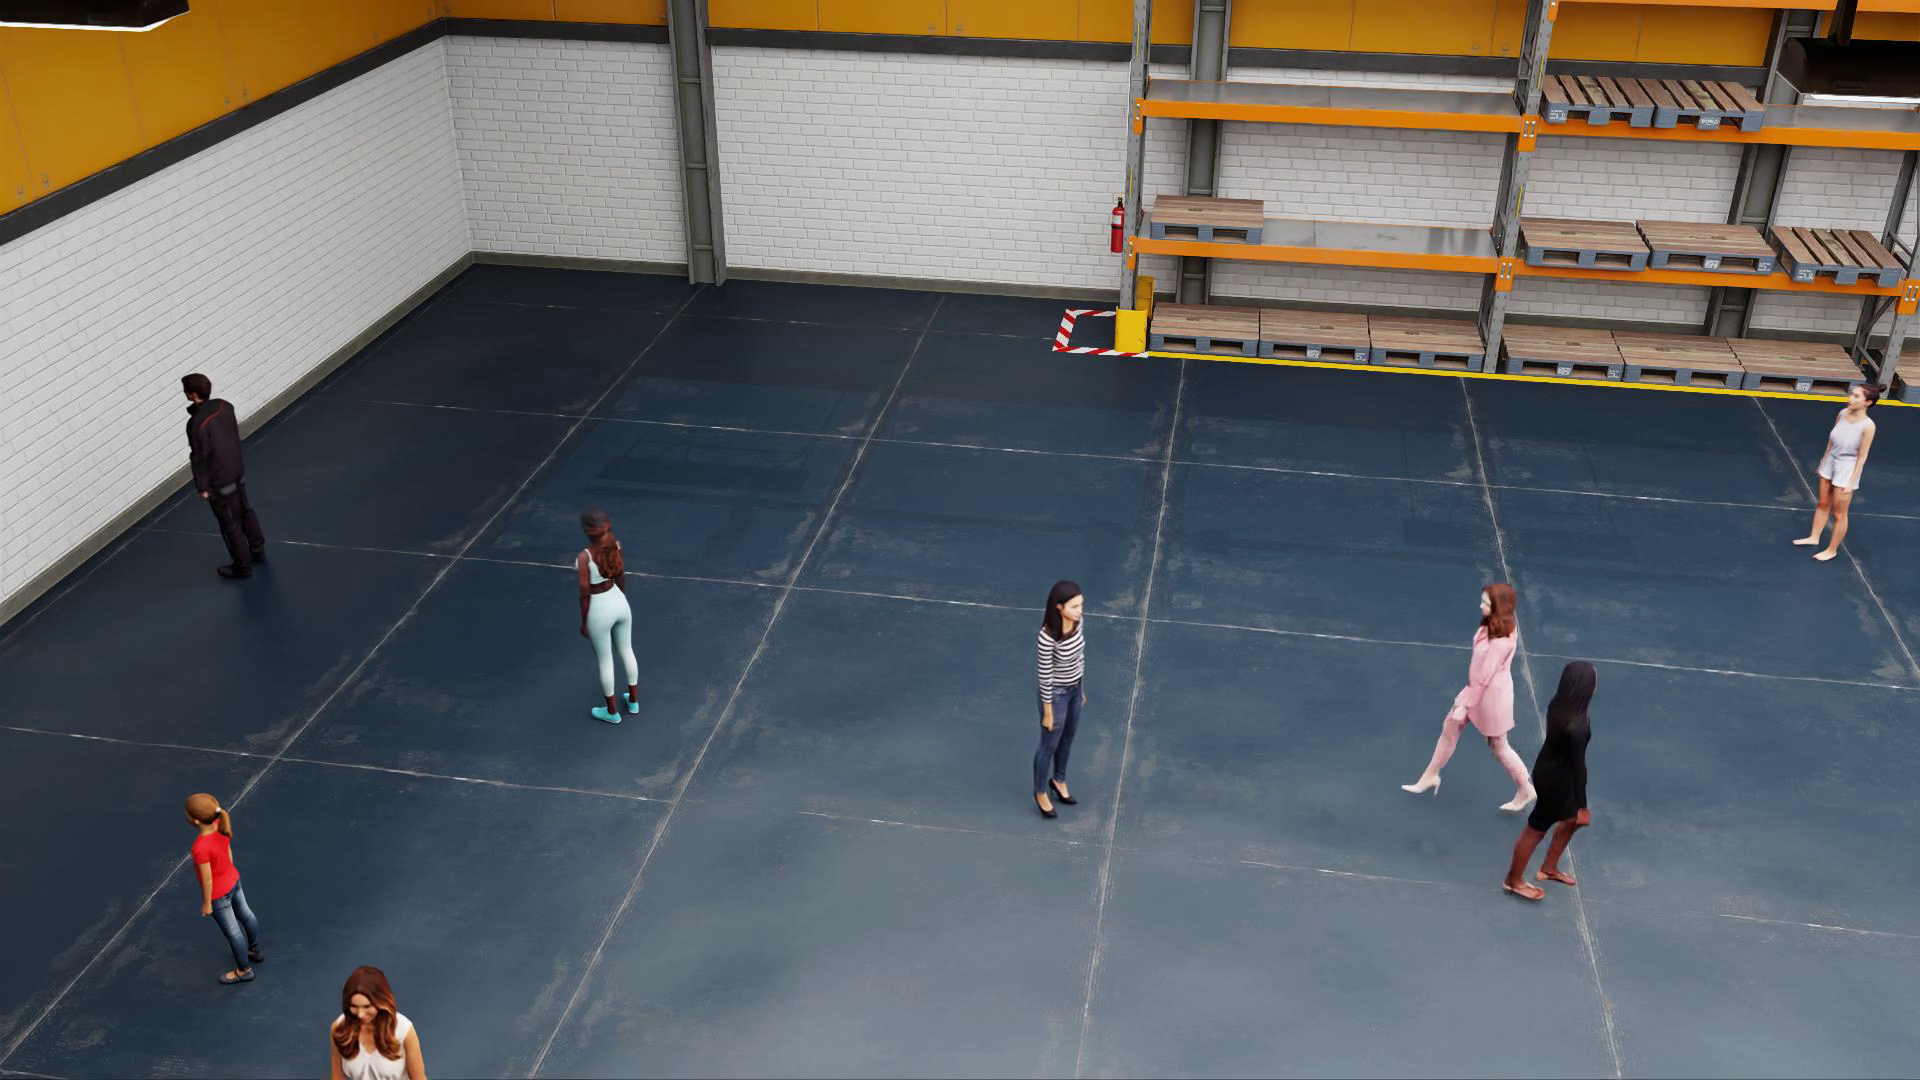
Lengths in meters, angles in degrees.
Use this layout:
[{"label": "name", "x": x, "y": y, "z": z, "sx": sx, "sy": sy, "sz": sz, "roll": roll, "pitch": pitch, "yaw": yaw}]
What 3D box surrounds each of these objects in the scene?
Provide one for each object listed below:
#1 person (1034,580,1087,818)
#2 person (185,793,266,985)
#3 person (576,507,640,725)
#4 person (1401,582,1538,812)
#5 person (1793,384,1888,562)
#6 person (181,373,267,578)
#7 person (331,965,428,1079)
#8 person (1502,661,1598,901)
[{"label": "person", "x": 0.661, "y": 1.045, "z": 11.028, "sx": 0.649, "sy": 1.793, "sz": 0.643, "roll": 20, "pitch": 34, "yaw": 32}, {"label": "person", "x": -4.311, "y": 2.023, "z": 9.739, "sx": 0.518, "sy": 1.311, "sz": 0.495, "roll": 2, "pitch": 29, "yaw": 4}, {"label": "person", "x": -2.555, "y": 0.538, "z": 12.032, "sx": 0.679, "sy": 1.723, "sz": 0.650, "roll": 23, "pitch": 36, "yaw": 35}, {"label": "person", "x": 3.583, "y": 1.096, "z": 10.987, "sx": 1.120, "sy": 1.743, "sz": 0.656, "roll": 4, "pitch": 29, "yaw": 7}, {"label": "person", "x": 7.563, "y": -0.602, "z": 14.247, "sx": 0.662, "sy": 1.601, "sz": 0.648, "roll": -6, "pitch": 29, "yaw": -10}, {"label": "person", "x": -6.148, "y": -0.550, "z": 13.906, "sx": 0.563, "sy": 1.837, "sz": 0.715, "roll": 4, "pitch": 29, "yaw": 8}, {"label": "person", "x": -2.741, "y": 2.718, "z": 7.976, "sx": 0.504, "sy": 1.779, "sz": 0.668, "roll": 3, "pitch": 29, "yaw": 6}, {"label": "person", "x": 3.598, "y": 1.488, "z": 10.304, "sx": 0.710, "sy": 1.708, "sz": 0.697, "roll": 10, "pitch": 30, "yaw": 18}]
